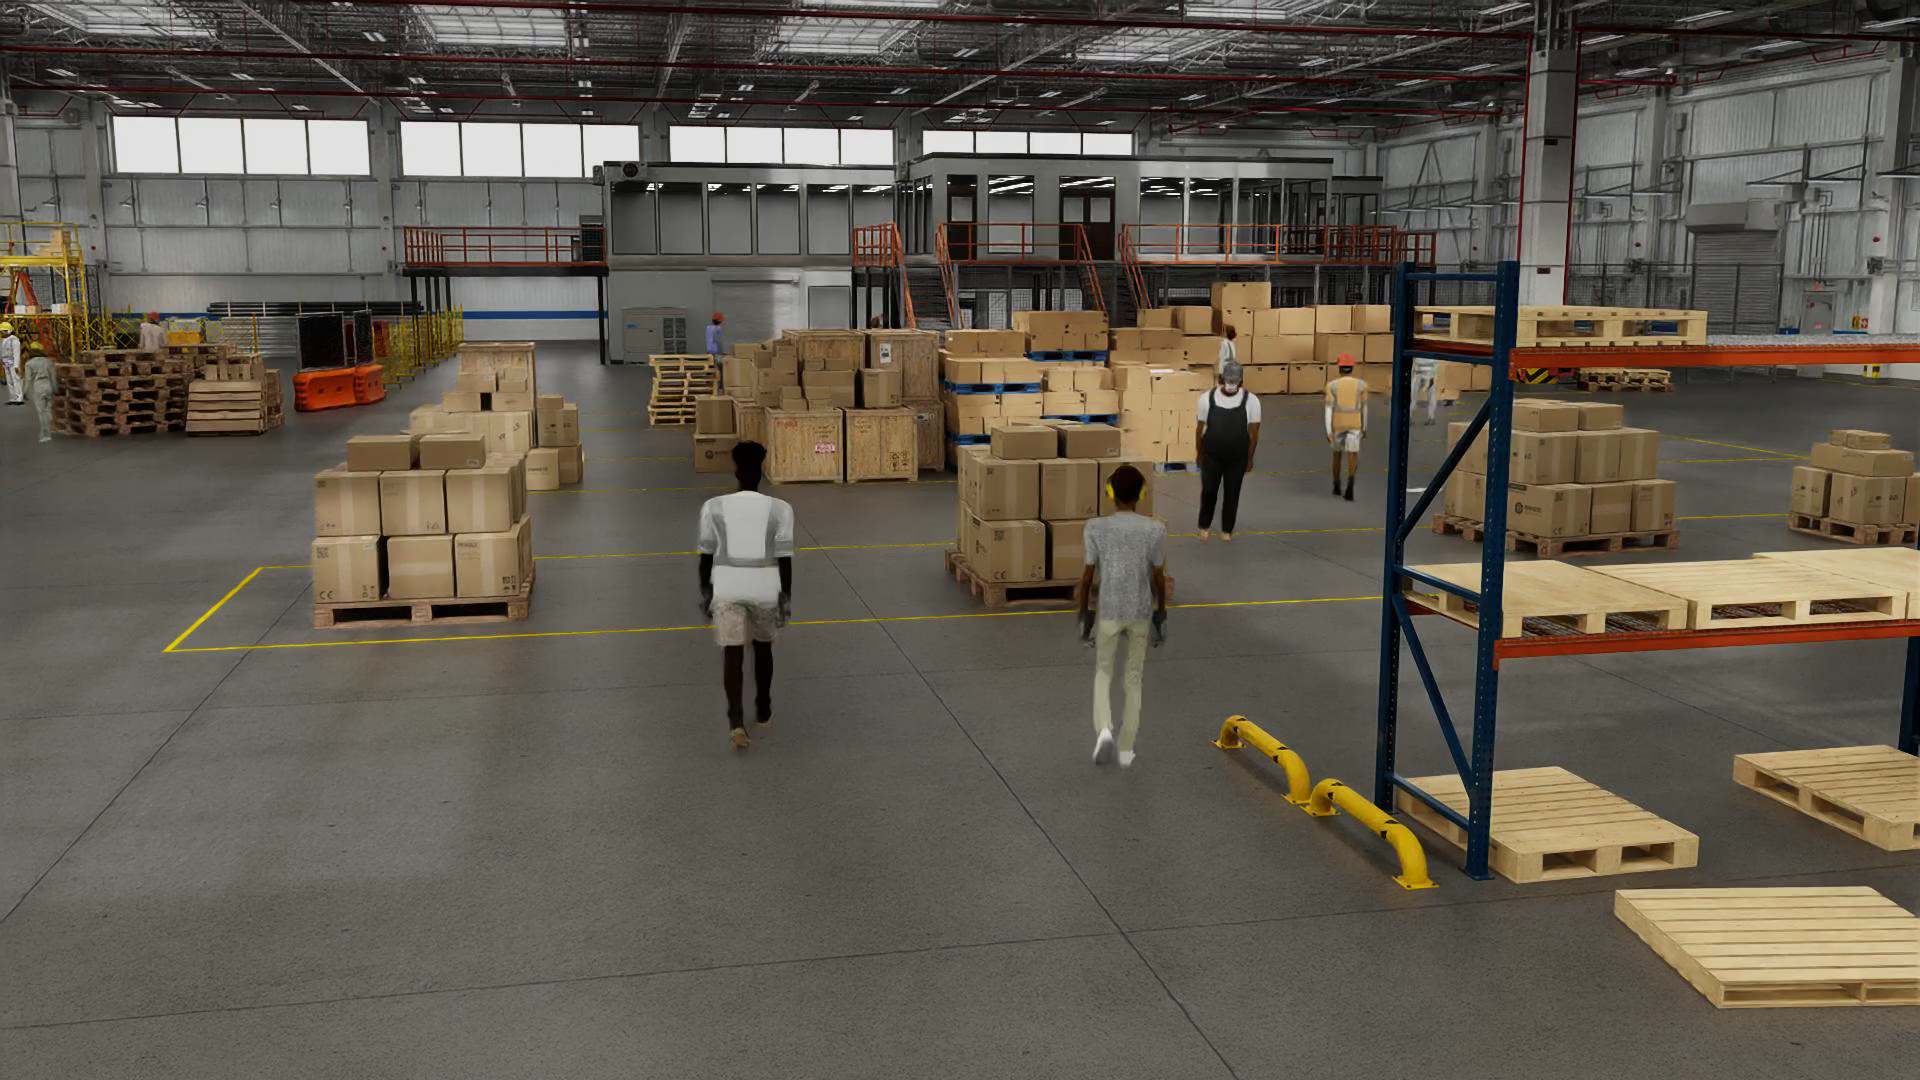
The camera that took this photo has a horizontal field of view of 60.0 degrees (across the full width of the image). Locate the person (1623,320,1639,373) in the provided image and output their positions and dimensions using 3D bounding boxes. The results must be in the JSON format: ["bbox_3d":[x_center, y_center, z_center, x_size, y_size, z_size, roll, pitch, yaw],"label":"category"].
[{"bbox_3d":[18.779,-5.568,46.766,0.649,1.837,0.326,9,13,44],"label":"person"}]

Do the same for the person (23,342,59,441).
[{"bbox_3d":[-16.036,-2.585,28.973,0.835,1.693,0.555,7,11,35],"label":"person"}]

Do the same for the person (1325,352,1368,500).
[{"bbox_3d":[5.026,-1.484,21.653,0.549,1.909,0.879,2,10,12],"label":"person"}]

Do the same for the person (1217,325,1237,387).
[{"bbox_3d":[5.467,-3.477,34.013,0.976,1.838,0.593,4,10,20],"label":"person"}]

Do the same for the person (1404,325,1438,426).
[{"bbox_3d":[8.709,-3.088,31.410,0.969,1.897,0.643,-7,12,-38],"label":"person"}]

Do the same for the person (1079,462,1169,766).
[{"bbox_3d":[0.978,0.464,9.917,0.533,1.852,0.475,1,9,7],"label":"person"}]

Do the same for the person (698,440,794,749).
[{"bbox_3d":[-1.356,0.329,10.526,0.618,1.930,0.957,-1,9,-4],"label":"person"}]

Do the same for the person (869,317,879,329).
[{"bbox_3d":[-2.047,-4.278,38.823,0.696,1.849,0.597,-8,12,-41],"label":"person"}]

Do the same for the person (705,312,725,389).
[{"bbox_3d":[-6.061,-4.669,41.059,0.448,1.905,0.577,-9,13,-43],"label":"person"}]

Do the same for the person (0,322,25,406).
[{"bbox_3d":[-20.596,-3.810,36.070,0.595,1.824,0.404,6,11,33],"label":"person"}]

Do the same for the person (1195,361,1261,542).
[{"bbox_3d":[2.901,-0.961,18.033,0.711,2.000,0.697,1,9,9],"label":"person"}]

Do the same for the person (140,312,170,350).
[{"bbox_3d":[-18.805,-4.362,39.014,0.611,1.947,0.978,1,9,5],"label":"person"}]
